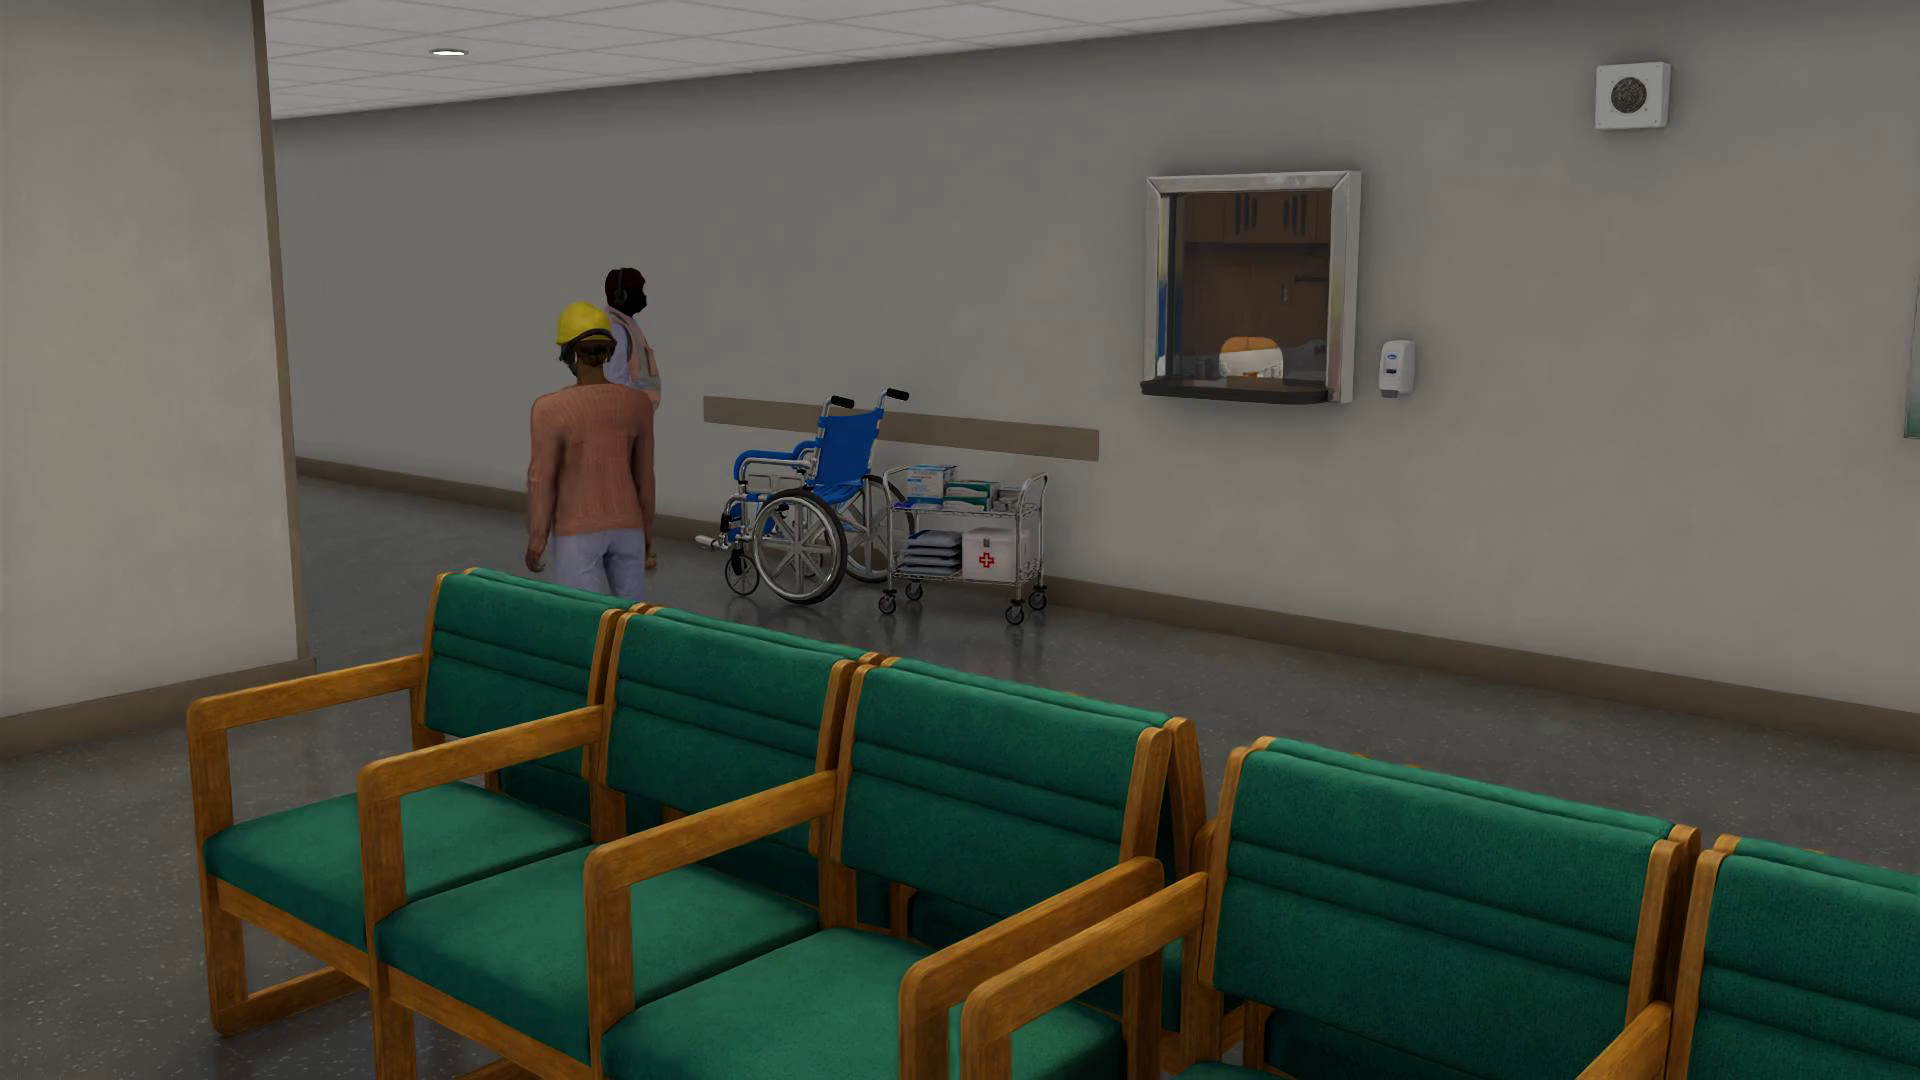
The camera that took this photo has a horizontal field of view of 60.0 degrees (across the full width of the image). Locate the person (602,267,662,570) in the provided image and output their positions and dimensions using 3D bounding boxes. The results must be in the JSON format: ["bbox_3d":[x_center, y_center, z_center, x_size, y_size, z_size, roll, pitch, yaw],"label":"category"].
[{"bbox_3d":[-2.046,-0.745,10.227,0.429,1.841,0.633,-1,10,-8],"label":"person"}]

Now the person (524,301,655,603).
[{"bbox_3d":[-1.408,-0.027,6.387,0.526,1.760,0.355,-9,13,-42],"label":"person"}]
